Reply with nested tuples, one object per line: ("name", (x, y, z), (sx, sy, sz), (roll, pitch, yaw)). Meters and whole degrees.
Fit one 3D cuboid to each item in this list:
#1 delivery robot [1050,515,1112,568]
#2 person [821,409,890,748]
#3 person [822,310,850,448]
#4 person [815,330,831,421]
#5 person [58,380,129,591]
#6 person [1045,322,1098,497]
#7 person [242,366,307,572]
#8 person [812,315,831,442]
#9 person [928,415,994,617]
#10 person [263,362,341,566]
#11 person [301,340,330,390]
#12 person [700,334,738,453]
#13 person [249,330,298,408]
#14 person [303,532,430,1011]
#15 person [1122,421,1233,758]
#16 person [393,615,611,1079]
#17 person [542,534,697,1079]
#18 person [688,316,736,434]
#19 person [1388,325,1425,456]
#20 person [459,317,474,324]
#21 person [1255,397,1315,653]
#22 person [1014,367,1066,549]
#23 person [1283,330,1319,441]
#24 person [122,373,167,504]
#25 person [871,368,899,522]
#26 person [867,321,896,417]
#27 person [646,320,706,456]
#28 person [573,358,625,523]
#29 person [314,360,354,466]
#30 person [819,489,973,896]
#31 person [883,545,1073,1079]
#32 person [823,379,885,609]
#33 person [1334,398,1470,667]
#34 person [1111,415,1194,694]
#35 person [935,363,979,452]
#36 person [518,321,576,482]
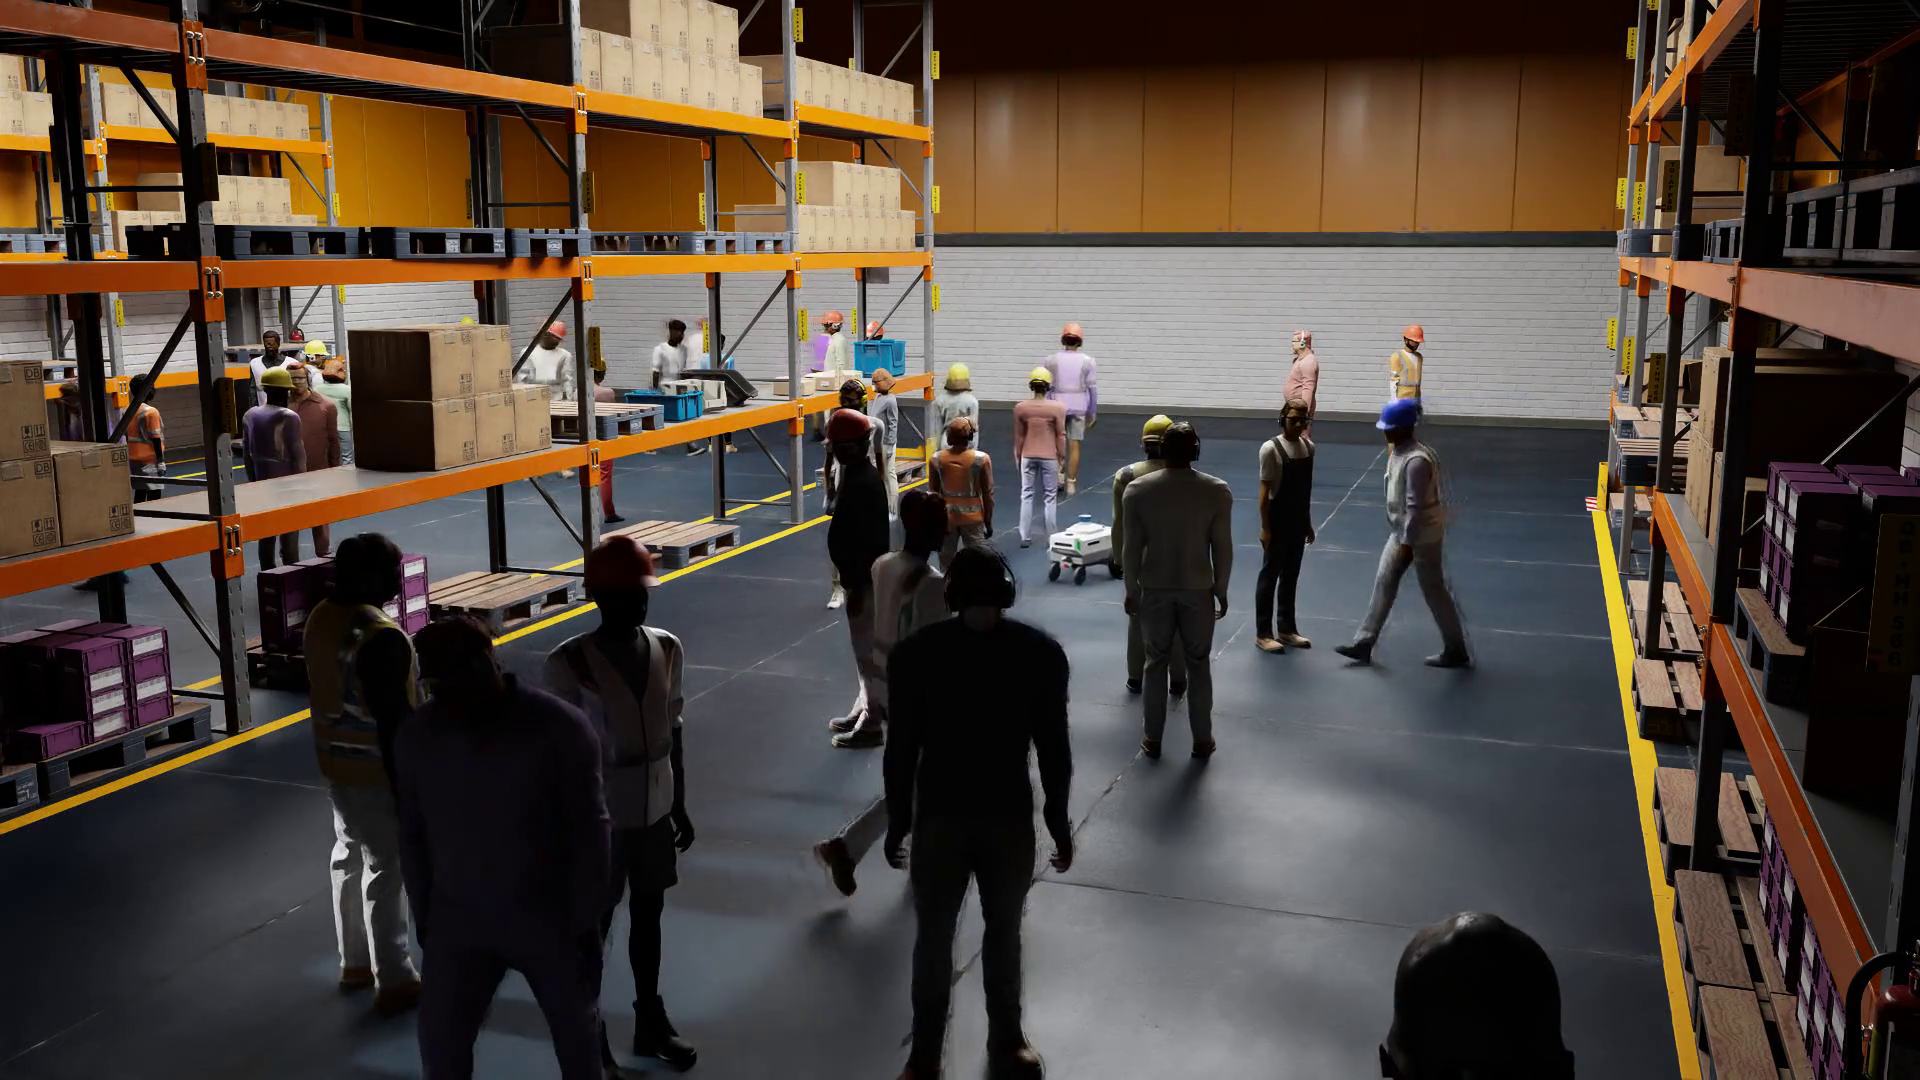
("delivery robot", (1.097, 0.023, 14.597), (0.477, 0.478, 0.707), (7, 12, 36))
("person", (-0.607, 0.221, 9.734), (0.393, 1.985, 0.611), (-1, 10, -4))
("person", (-1.765, -2.268, 23.719), (0.381, 1.996, 0.608), (-2, 10, -9))
("person", (-2.087, -2.680, 27.074), (0.540, 1.614, 0.674), (1, 10, 4))
("person", (-7.337, -0.450, 14.038), (0.543, 1.807, 0.568), (-7, 12, -33))
("person", (1.296, -1.532, 19.480), (0.640, 2.020, 0.614), (1, 10, 6))
("person", (-5.659, -0.480, 13.847), (0.594, 1.922, 0.385), (4, 11, 21))
("person", (-1.912, -2.449, 24.990), (0.558, 1.892, 0.940), (7, 12, 35))
("person", (0.006, -0.126, 12.654), (0.514, 1.642, 0.314), (3, 10, 15))
("person", (-5.782, -0.613, 14.649), (0.643, 1.910, 0.400), (-4, 11, -23))
("person", (-7.456, -1.399, 19.300), (0.404, 1.828, 0.592), (-8, 13, -37))
("person", (-3.382, -2.058, 23.380), (0.533, 1.697, 0.318), (2, 10, 14))
("person", (-8.113, -1.526, 19.753), (0.585, 1.920, 0.391), (-1, 10, -6))
("person", (-2.252, 0.880, 6.427), (0.429, 1.841, 0.634), (-10, 14, -43))
("person", (1.234, 0.287, 9.487), (0.627, 1.940, 0.375), (2, 10, 11))
("person", (-1.371, 1.125, 5.054), (0.687, 1.859, 0.744), (0, 10, 1))
("person", (-1.167, 0.939, 5.811), (0.347, 1.943, 0.544), (10, 14, 44))
("person", (-3.899, -2.492, 25.403), (0.663, 1.855, 1.007), (7, 12, 33))
("person", (5.657, -1.752, 21.003), (0.542, 1.929, 0.373), (-7, 12, -34))
("person", (-7.938, -2.719, 26.904), (0.313, 1.767, 0.534), (-2, 10, -11))
("person", (2.364, -0.113, 12.015), (0.505, 1.842, 0.345), (-7, 12, -34))
("person", (0.773, -0.786, 16.056), (0.529, 1.759, 0.343), (4, 11, 21))
("person", (4.095, -1.570, 20.041), (0.407, 1.906, 0.655), (1, 10, 8))
("person", (-7.847, -0.759, 16.060), (0.540, 1.697, 0.316), (7, 12, 34))
("person", (-0.813, -1.007, 17.635), (0.285, 1.633, 0.498), (-5, 11, -25))
("person", (-1.096, -1.903, 21.860), (0.541, 1.932, 0.382), (3, 11, 18))
("person", (-4.020, -2.100, 23.080), (1.035, 1.900, 0.689), (8, 13, 39))
("person", (-3.823, -1.060, 17.561), (0.523, 1.769, 0.320), (4, 11, 23))
("person", (-7.033, -1.211, 18.787), (0.501, 1.632, 0.292), (1, 10, 6))
("person", (-0.281, 0.697, 7.422), (0.752, 1.861, 0.578), (-6, 11, -29))
("person", (0.065, 0.965, 5.744), (0.663, 1.926, 0.475), (-1, 10, -5))
("person", (-0.846, -0.366, 13.384), (0.513, 1.864, 0.331), (0, 10, -2))
("person", (3.088, -0.043, 11.467), (0.999, 1.882, 0.637), (-1, 10, -4))
("person", (1.287, 0.098, 10.861), (0.600, 1.827, 0.404), (2, 10, 9))
("person", (-0.046, -0.944, 17.022), (0.487, 1.732, 0.479), (4, 11, 22))
("person", (-5.135, -1.715, 20.639), (0.685, 1.996, 0.472), (-3, 10, -15))
